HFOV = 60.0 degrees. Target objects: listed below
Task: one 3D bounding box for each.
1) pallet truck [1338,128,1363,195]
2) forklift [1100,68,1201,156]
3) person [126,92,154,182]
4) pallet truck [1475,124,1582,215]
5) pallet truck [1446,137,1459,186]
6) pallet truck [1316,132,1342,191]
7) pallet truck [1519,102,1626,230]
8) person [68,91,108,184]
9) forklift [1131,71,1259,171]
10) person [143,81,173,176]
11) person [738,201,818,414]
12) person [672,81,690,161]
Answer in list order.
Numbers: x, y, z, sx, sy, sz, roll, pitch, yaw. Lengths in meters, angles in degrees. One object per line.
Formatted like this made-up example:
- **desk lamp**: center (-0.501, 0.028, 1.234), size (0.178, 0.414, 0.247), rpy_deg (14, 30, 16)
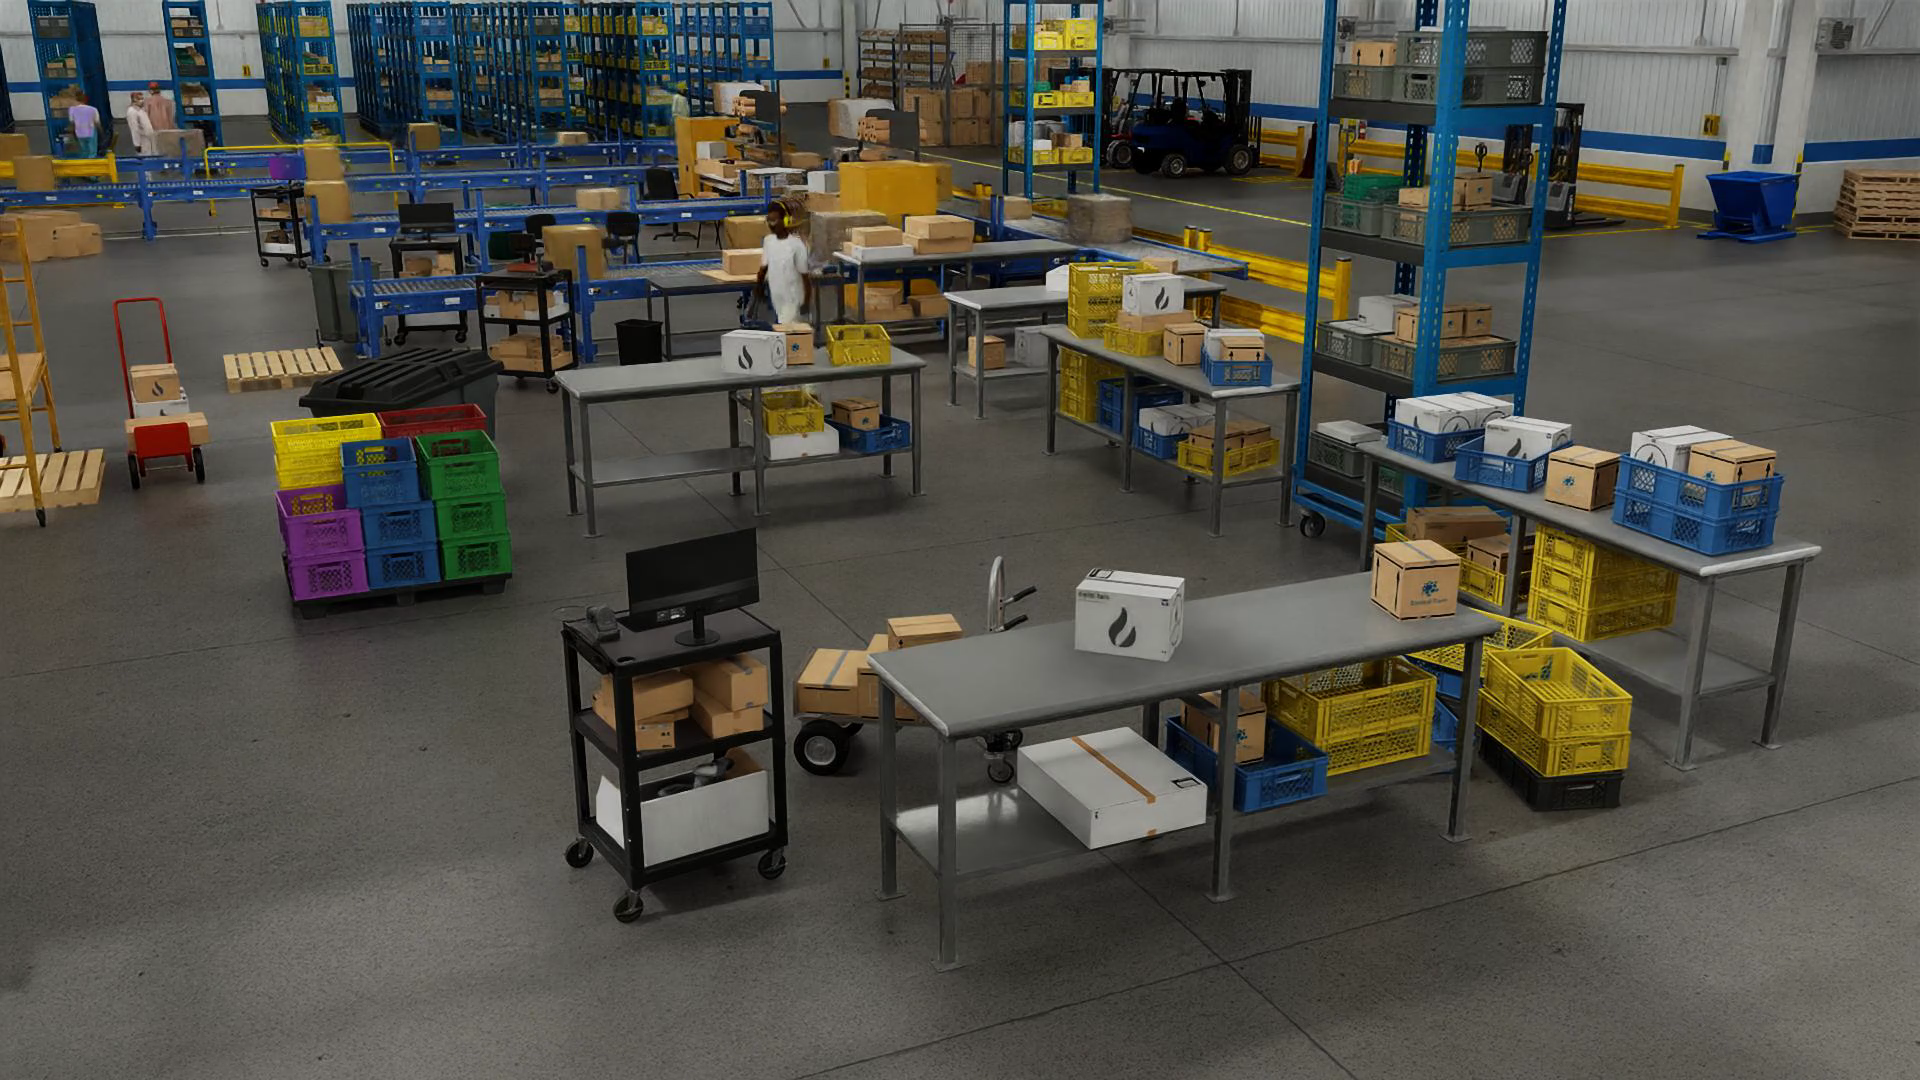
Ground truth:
- **pallet truck**: center (7.845, -7.140, 31.411), size (1.522, 1.261, 0.704), rpy_deg (-9, 20, -25)
- **forklift**: center (4.082, -9.564, 37.410), size (2.680, 1.987, 1.157), rpy_deg (-8, 19, -23)
- **person**: center (-15.811, -7.701, 32.196), size (0.409, 1.901, 0.655), rpy_deg (-3, 18, -9)
- **pallet truck**: center (9.707, -6.455, 28.103), size (1.885, 1.965, 0.823), rpy_deg (-7, 19, -20)
- **pallet truck**: center (9.184, -6.485, 29.328), size (1.630, 1.274, 0.653), rpy_deg (-8, 19, -23)
- **pallet truck**: center (7.723, -7.504, 32.656), size (1.601, 1.201, 0.680), rpy_deg (-8, 19, -23)
- **pallet truck**: center (9.972, -6.037, 26.785), size (1.885, 1.965, 0.823), rpy_deg (-9, 20, -25)
- **person**: center (-17.774, -8.228, 33.989), size (0.583, 1.807, 0.879), rpy_deg (-2, 18, -5)
- **forklift**: center (4.998, -8.936, 35.413), size (2.680, 1.987, 1.157), rpy_deg (-9, 20, -25)
- **person**: center (-17.054, -8.754, 35.403), size (0.500, 1.958, 0.652), rpy_deg (16, 24, 42)
- **person**: center (-1.594, -1.980, 14.297), size (0.963, 1.816, 0.516), rpy_deg (-14, 23, -38)
- **person**: center (-6.405, -9.811, 38.975), size (0.733, 1.807, 0.624), rpy_deg (-6, 19, -19)
